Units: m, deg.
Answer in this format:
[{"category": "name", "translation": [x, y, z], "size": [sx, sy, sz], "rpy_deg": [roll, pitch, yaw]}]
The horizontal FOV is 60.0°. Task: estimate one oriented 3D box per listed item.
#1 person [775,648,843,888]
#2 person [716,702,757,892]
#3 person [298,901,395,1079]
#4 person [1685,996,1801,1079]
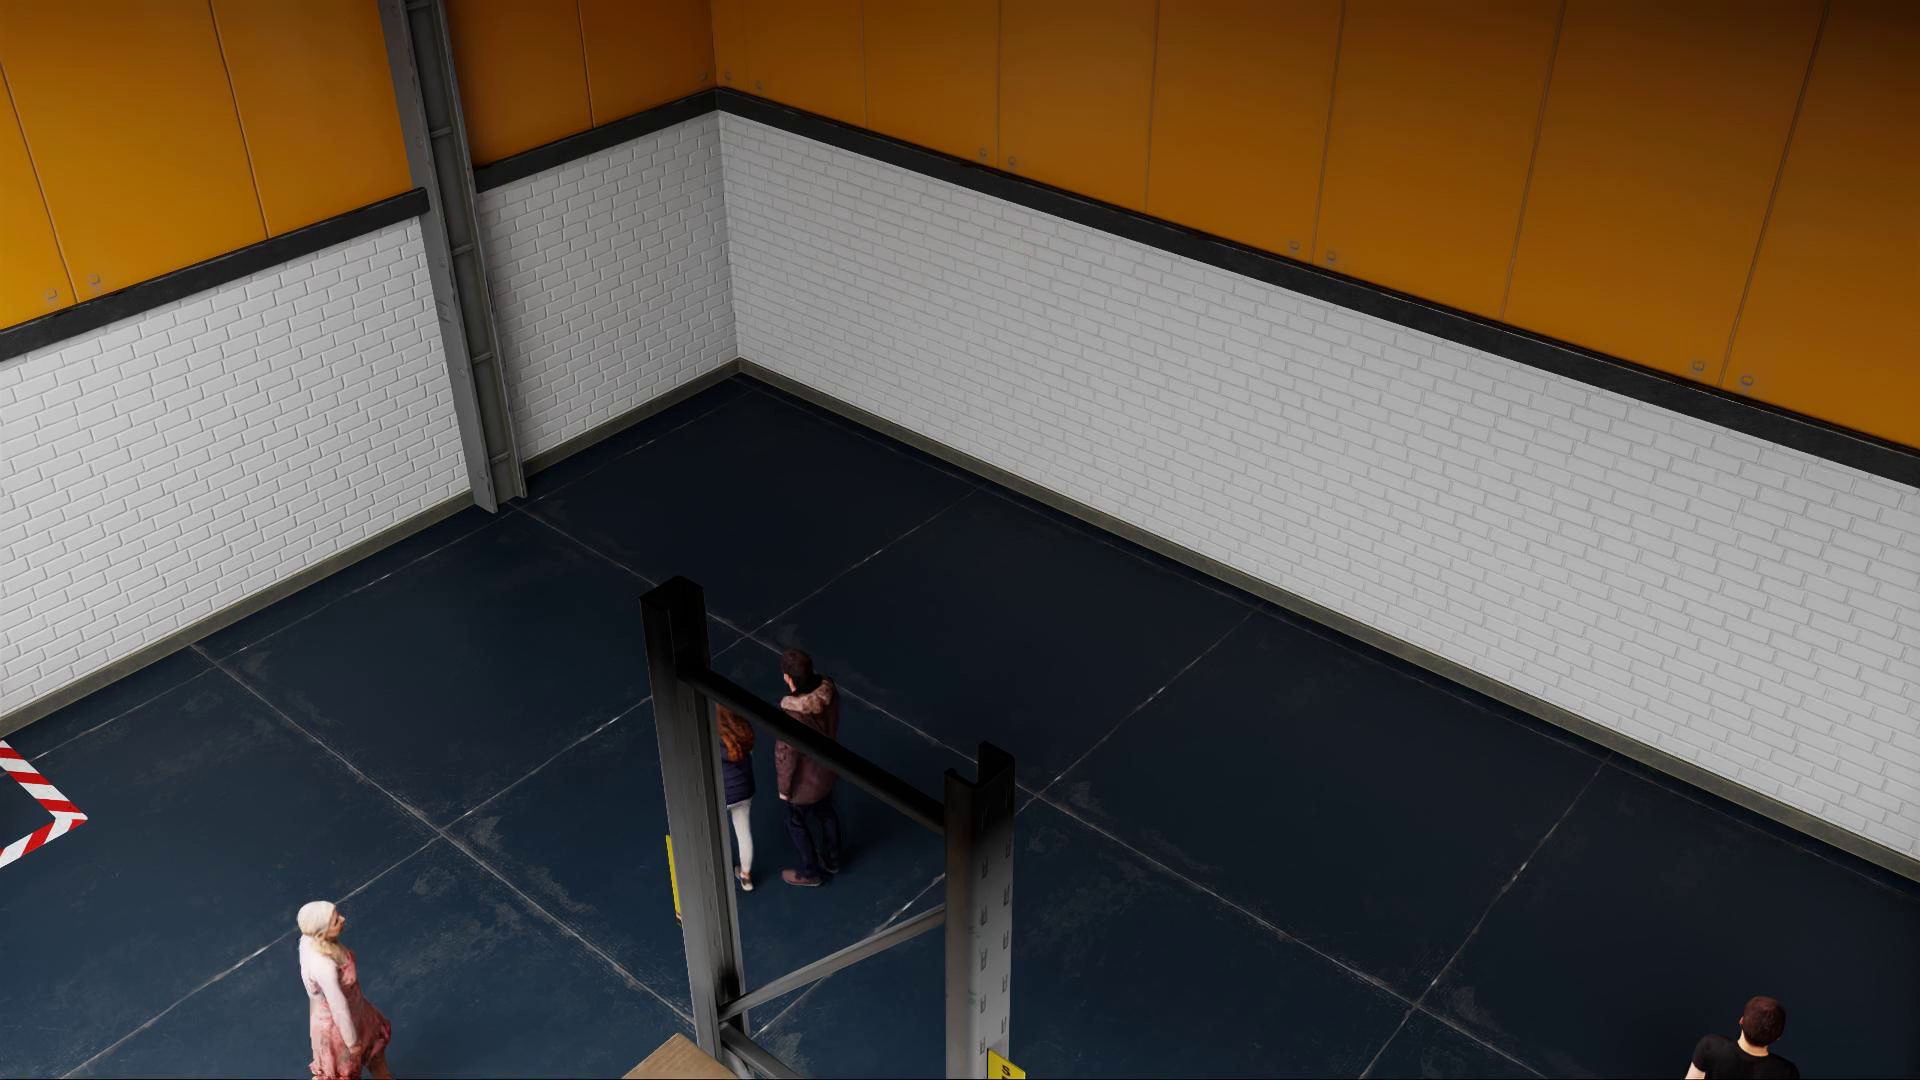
[{"category": "person", "translation": [-0.951, 1.508, 10.863], "size": [0.859, 1.837, 0.640], "rpy_deg": [17, 37, 24]}, {"category": "person", "translation": [-1.495, 1.695, 10.913], "size": [0.744, 1.471, 0.768], "rpy_deg": [-18, 38, -25]}, {"category": "person", "translation": [-3.552, 2.684, 9.252], "size": [1.110, 1.664, 0.866], "rpy_deg": [-14, 36, -20]}, {"category": "person", "translation": [3.916, 3.025, 8.560], "size": [0.730, 1.862, 0.680], "rpy_deg": [14, 36, 20]}]
